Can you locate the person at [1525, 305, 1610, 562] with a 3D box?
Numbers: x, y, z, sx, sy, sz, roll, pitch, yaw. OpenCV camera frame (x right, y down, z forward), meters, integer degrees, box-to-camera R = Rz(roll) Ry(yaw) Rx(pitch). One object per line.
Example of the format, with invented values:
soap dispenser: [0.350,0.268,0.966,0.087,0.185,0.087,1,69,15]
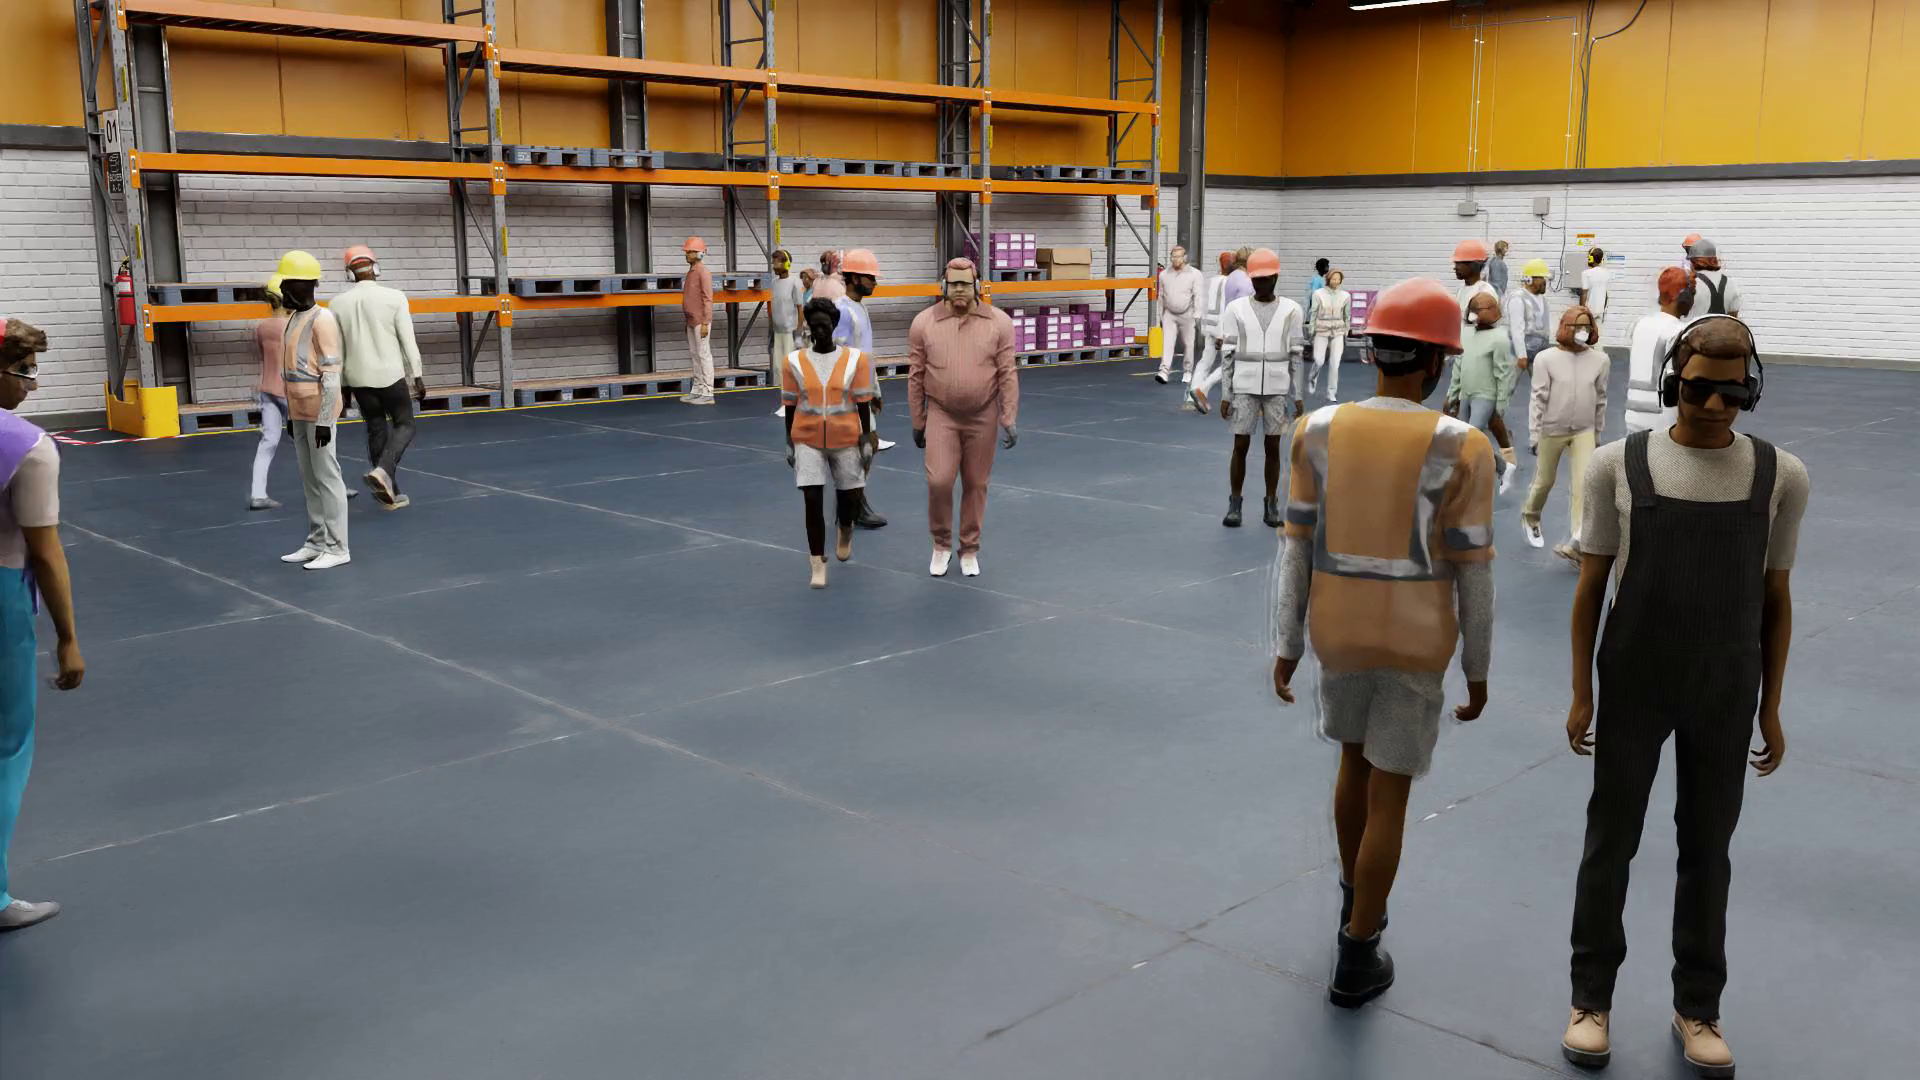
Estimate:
person: [3.803,-0.679,10.473,0.504,1.606,0.839,0,10,1]

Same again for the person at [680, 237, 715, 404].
person: [-3.162,-2.632,20.012,0.372,1.996,0.622,-6,12,-29]

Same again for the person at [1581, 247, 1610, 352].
person: [8.896,-3.217,23.605,0.567,1.844,0.764,-4,11,-20]

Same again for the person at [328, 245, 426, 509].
person: [-4.274,-1.171,12.170,0.688,1.950,0.628,1,10,5]

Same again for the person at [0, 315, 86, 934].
person: [-2.863,0.261,4.765,0.658,1.804,0.453,2,11,9]

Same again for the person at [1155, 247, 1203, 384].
person: [2.968,-3.040,22.611,0.662,1.853,0.991,4,11,22]

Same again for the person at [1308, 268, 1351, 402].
person: [4.516,-2.519,20.415,0.522,1.619,0.525,0,10,-1]

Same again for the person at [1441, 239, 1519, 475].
person: [4.272,-1.517,13.979,1.070,1.991,0.610,0,10,1]

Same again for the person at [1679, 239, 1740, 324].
person: [7.082,-1.935,16.095,0.688,2.000,1.002,-4,11,-21]

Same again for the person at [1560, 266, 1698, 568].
person: [4.040,-0.679,9.790,0.861,1.856,0.588,-2,11,-10]

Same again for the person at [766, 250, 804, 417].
person: [-1.952,-2.309,18.693,0.571,1.879,0.500,10,14,44]

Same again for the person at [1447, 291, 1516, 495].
person: [3.936,-1.060,12.487,0.680,1.614,0.505,-4,11,-21]

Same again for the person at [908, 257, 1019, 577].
person: [0.024,-0.708,9.811,0.654,1.889,0.502,0,10,-2]

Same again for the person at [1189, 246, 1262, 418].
person: [3.018,-2.292,18.421,0.832,1.917,0.636,-1,10,-8]

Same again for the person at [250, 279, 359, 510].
person: [-4.993,-1.099,12.404,0.533,1.719,0.821,6,12,31]

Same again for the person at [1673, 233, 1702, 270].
person: [10.555,-3.403,24.091,0.604,2.044,0.375,-8,13,-36]

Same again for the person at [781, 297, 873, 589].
person: [-0.777,-0.587,9.734,0.536,1.672,0.677,0,10,-2]

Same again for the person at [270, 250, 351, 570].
person: [-3.959,-0.786,10.136,0.360,1.930,0.587,-9,14,-42]

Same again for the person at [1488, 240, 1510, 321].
person: [9.141,-4.116,28.270,0.373,1.940,0.630,3,11,17]

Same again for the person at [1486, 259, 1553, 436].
person: [5.705,-1.895,16.580,0.620,1.777,0.943,-8,13,-38]

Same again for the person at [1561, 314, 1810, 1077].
person: [1.735,0.380,4.016,0.506,1.843,0.346,2,11,13]

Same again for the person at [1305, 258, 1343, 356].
person: [5.997,-3.917,28.002,0.893,1.642,0.611,4,11,19]

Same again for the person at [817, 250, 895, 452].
person: [-0.995,-1.732,15.419,0.863,1.873,0.680,-2,11,-12]

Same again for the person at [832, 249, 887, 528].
person: [-0.642,-1.037,11.505,0.540,1.923,0.581,2,11,11]

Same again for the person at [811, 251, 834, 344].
person: [-1.490,-2.403,19.197,0.624,1.844,0.429,7,13,34]

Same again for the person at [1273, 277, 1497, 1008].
person: [1.183,0.257,4.501,0.563,1.905,0.768,7,13,34]

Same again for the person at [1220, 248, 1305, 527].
person: [2.101,-1.043,11.548,0.577,1.929,0.395,1,10,5]

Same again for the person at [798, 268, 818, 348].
person: [-1.813,-2.468,20.150,0.363,1.627,0.517,-10,14,-42]

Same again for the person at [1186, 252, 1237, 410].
person: [3.076,-2.399,19.217,1.003,1.830,0.572,-2,11,-13]
